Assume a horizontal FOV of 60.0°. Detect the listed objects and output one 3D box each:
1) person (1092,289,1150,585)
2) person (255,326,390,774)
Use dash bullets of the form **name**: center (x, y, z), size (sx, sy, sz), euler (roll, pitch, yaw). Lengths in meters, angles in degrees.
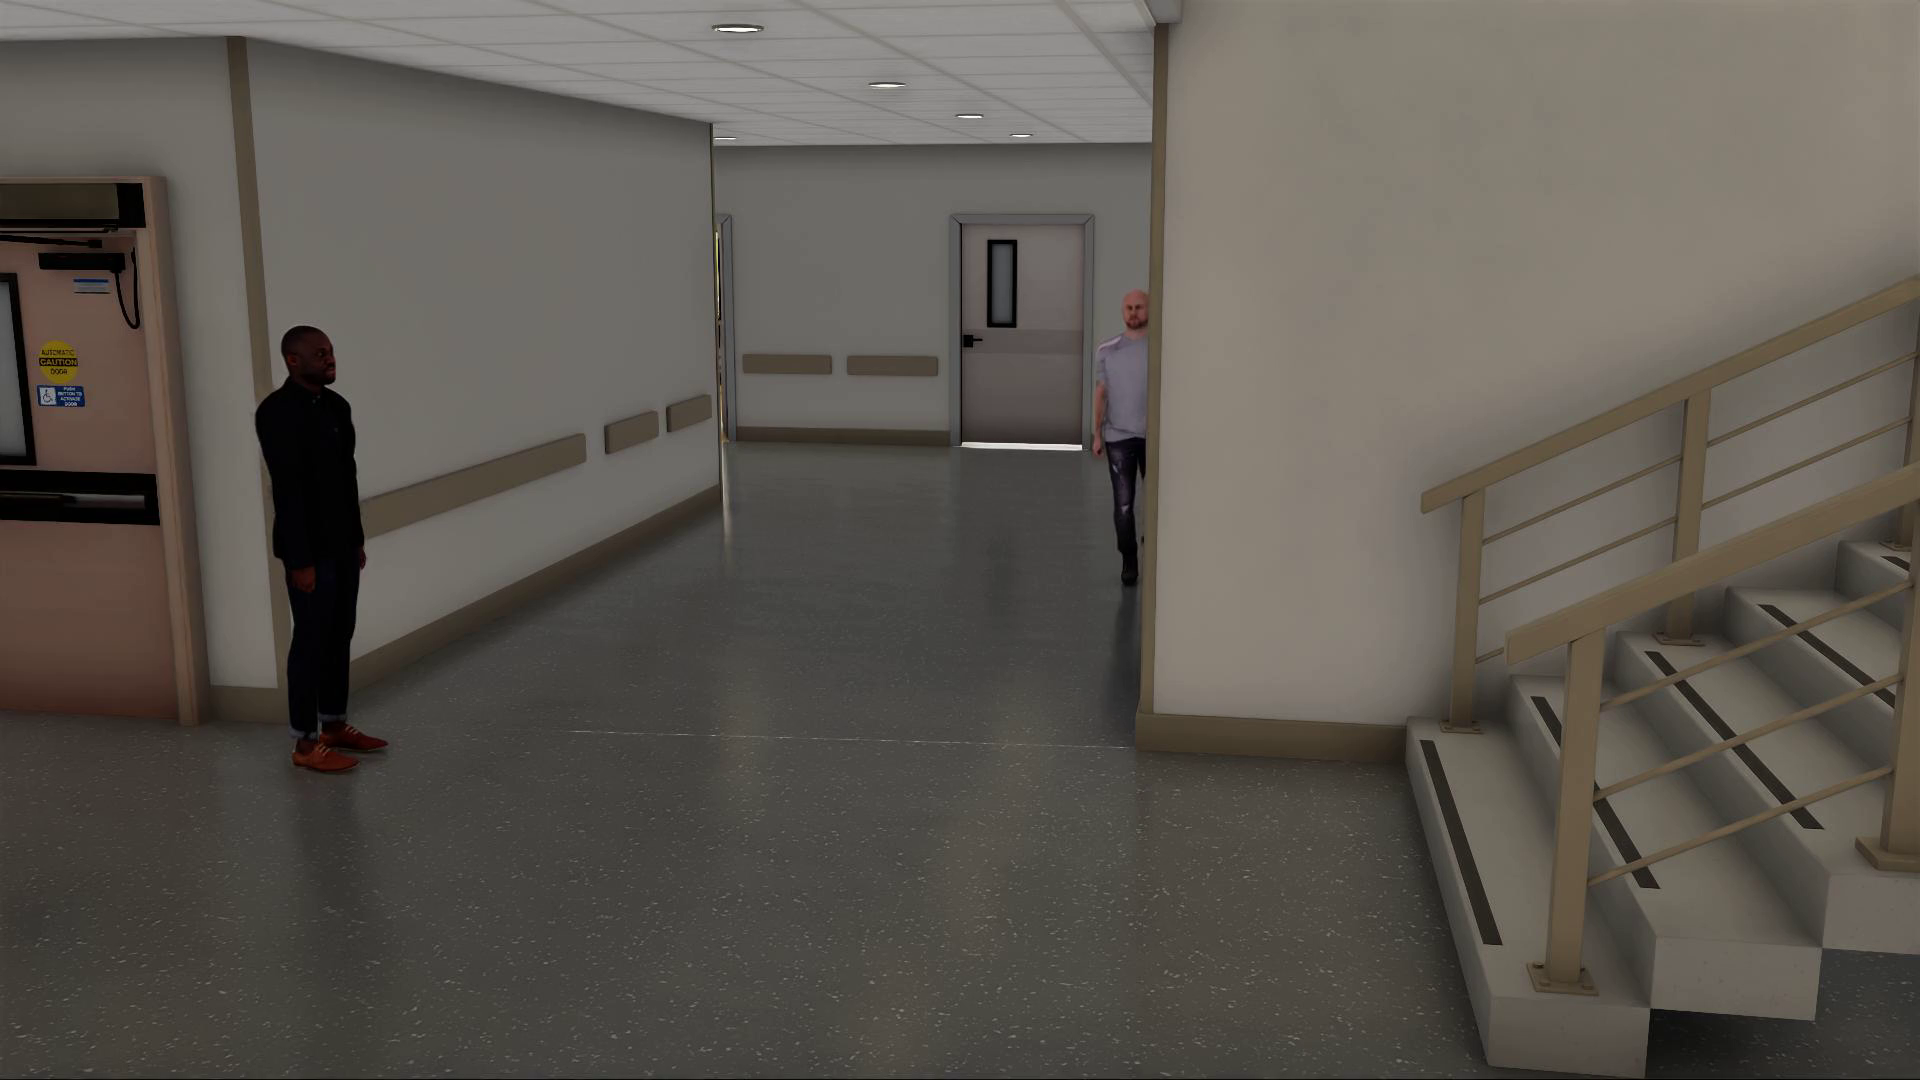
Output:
- **person**: center (1.116, -0.638, 10.344), size (0.600, 1.815, 0.730), euler (2, 11, 11)
- **person**: center (-2.646, 0.025, 6.838), size (0.601, 1.819, 0.703), euler (2, 11, 8)
